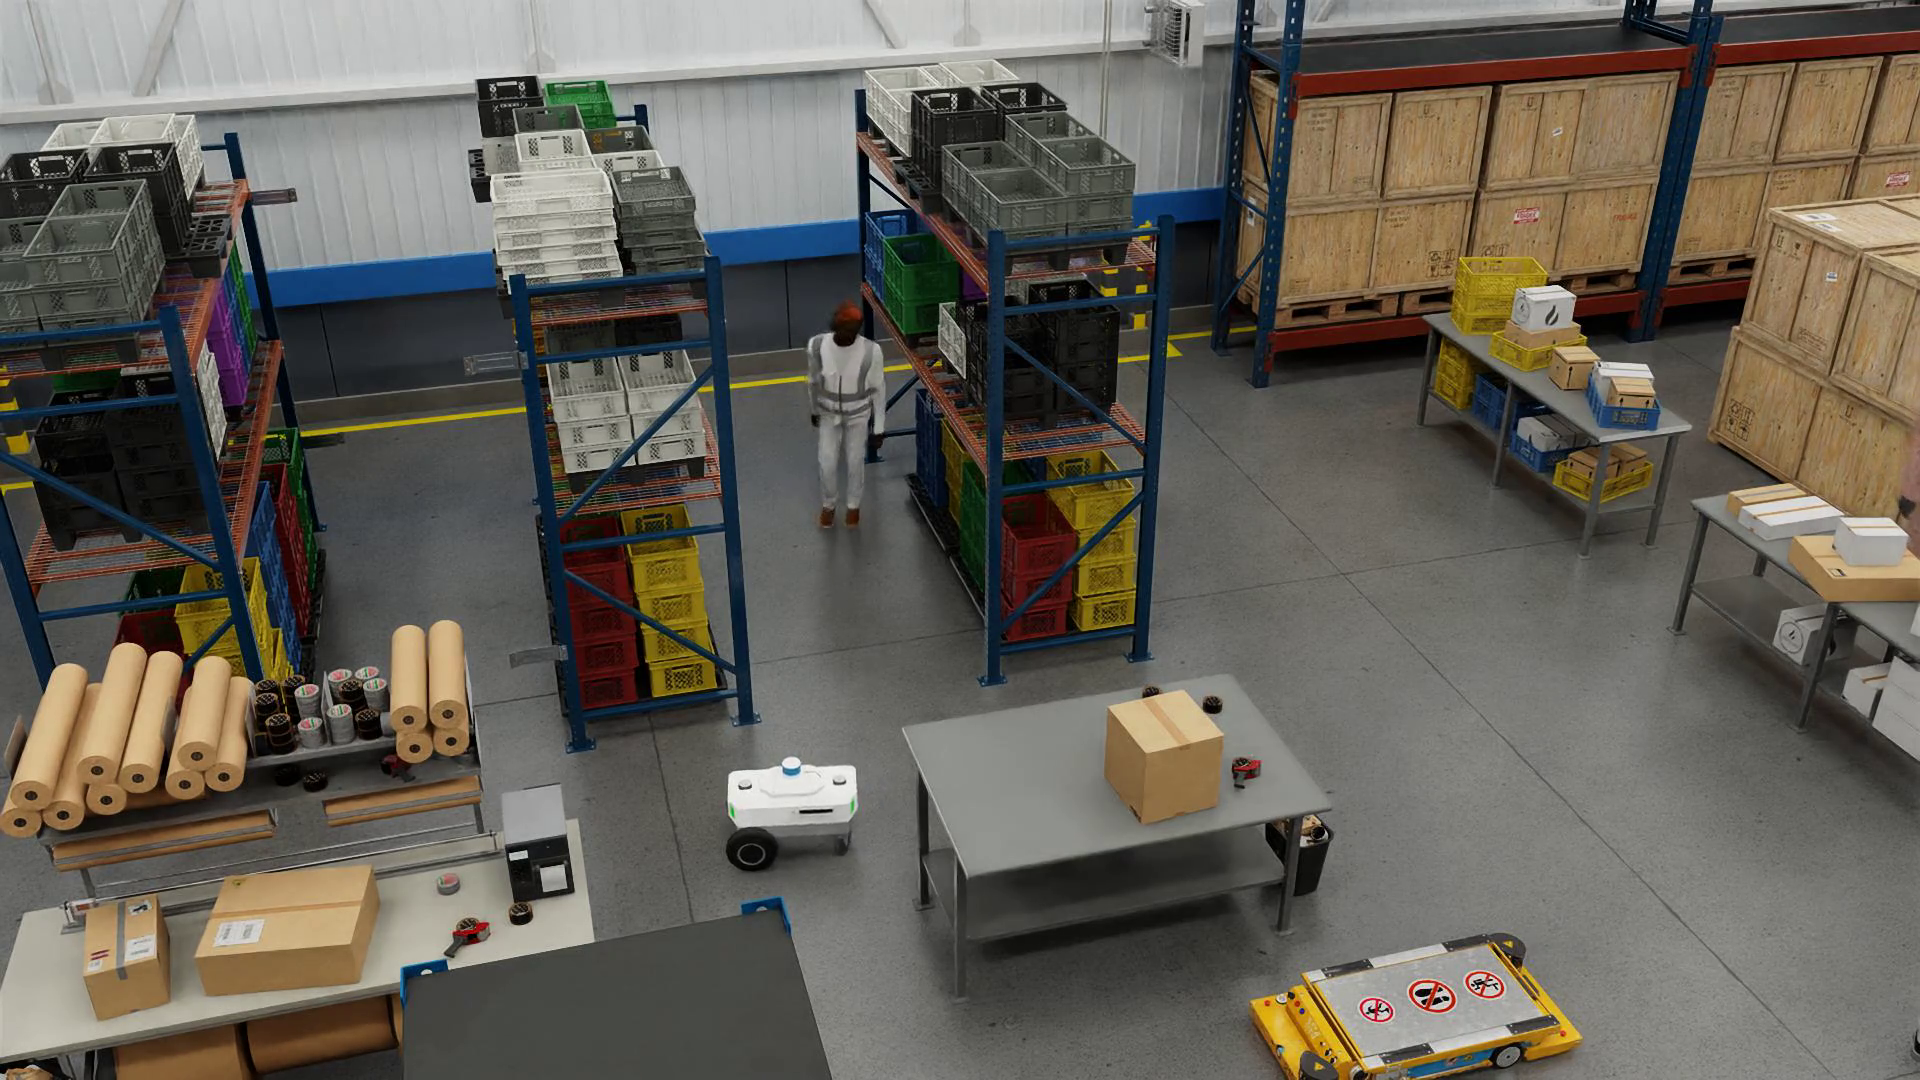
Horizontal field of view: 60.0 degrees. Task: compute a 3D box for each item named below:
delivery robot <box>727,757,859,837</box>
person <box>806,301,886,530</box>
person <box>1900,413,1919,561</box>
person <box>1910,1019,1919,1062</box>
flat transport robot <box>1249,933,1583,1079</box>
[{"bbox_3d":[-0.915,1.421,9.160,0.707,0.478,0.477,-2,29,-4],"label":"delivery robot"},{"bbox_3d":[-0.819,-0.911,12.160,0.596,1.848,0.518,3,29,5],"label":"person"},{"bbox_3d":[6.655,-0.360,11.124,0.667,1.916,0.401,3,29,6],"label":"person"},{"bbox_3d":[4.721,1.679,7.468,0.403,1.833,0.586,-25,37,-38],"label":"person"},{"bbox_3d":[2.184,2.282,7.980,1.431,0.197,0.652,-8,30,-14],"label":"flat transport robot"}]
